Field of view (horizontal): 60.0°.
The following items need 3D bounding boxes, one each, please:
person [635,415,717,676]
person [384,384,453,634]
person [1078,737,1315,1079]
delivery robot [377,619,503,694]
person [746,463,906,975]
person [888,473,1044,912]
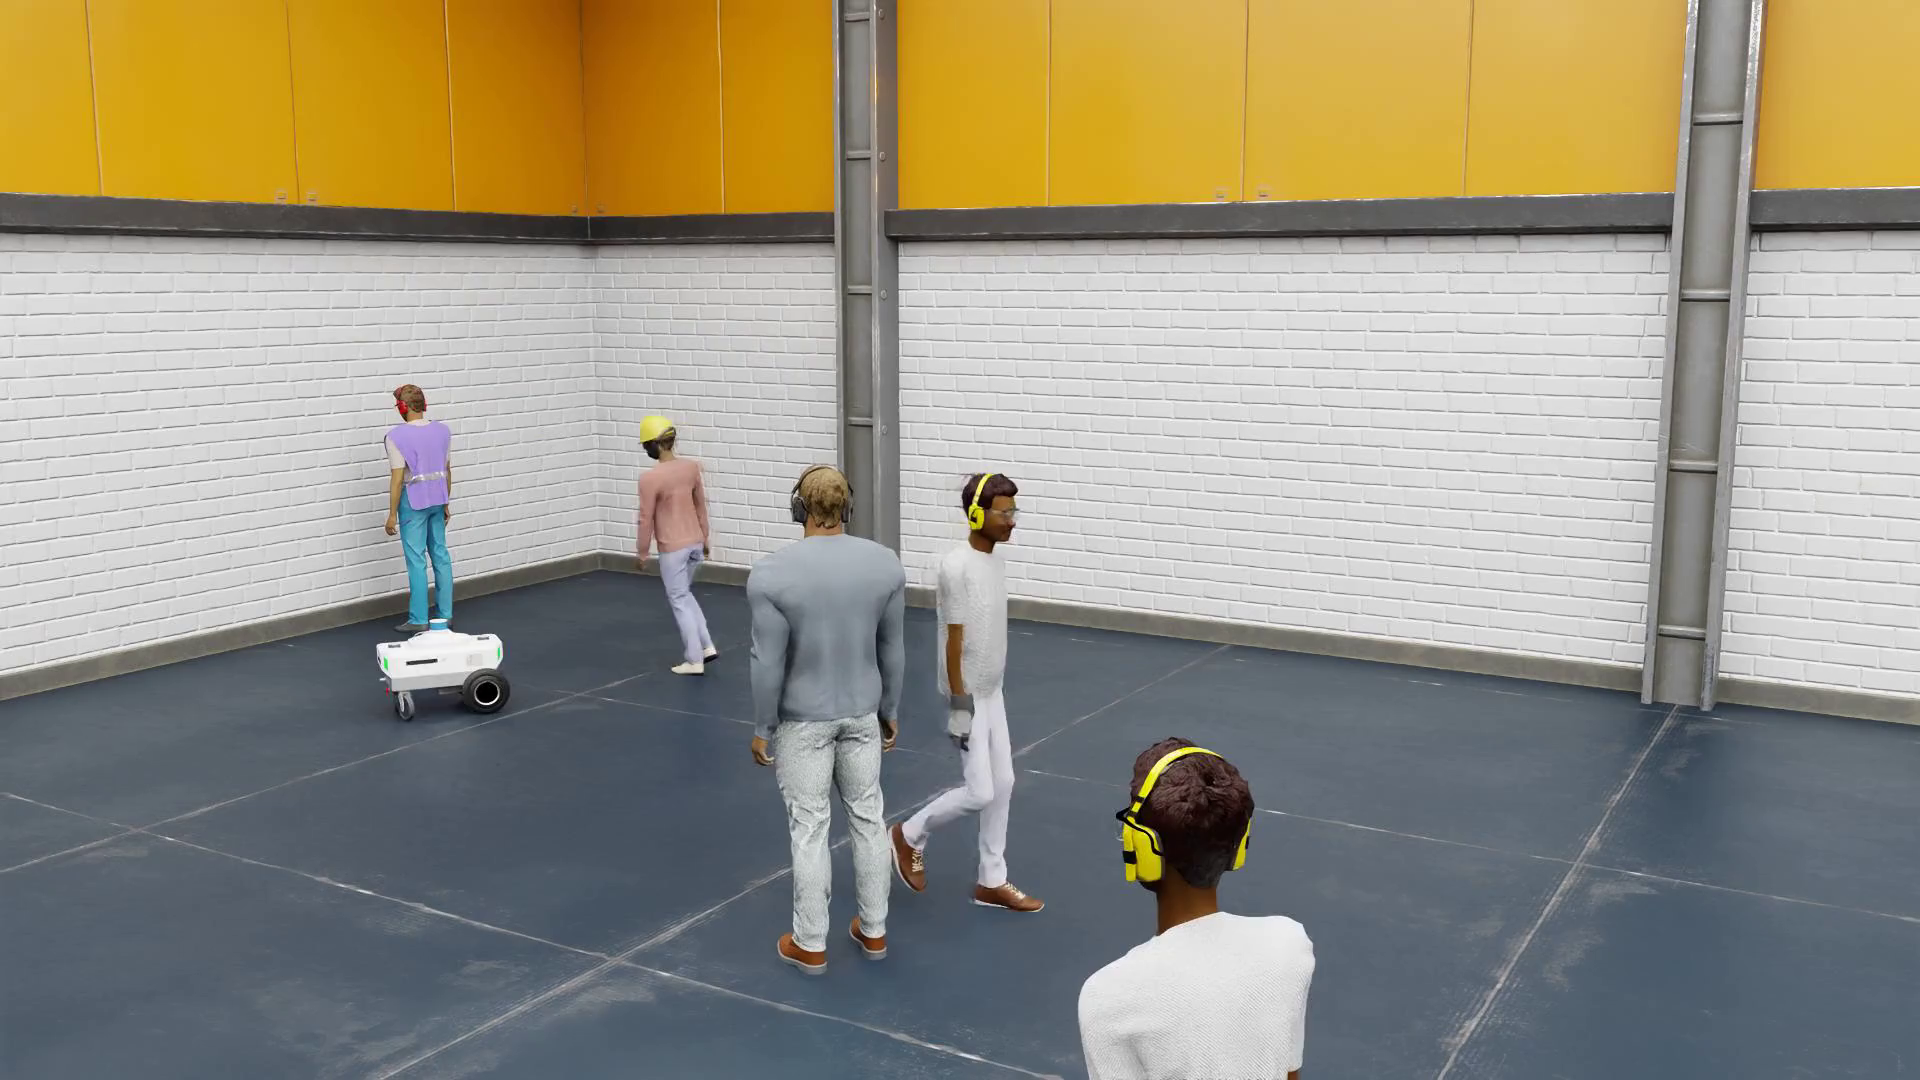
[{"bbox_3d":[-1.882,0.050,10.887,0.445,1.732,0.558,5,11,30],"label":"person"},{"bbox_3d":[-3.969,-0.224,12.252,0.390,1.838,0.562,5,11,30],"label":"person"},{"bbox_3d":[0.386,1.262,2.878,0.534,1.868,0.309,-7,11,-35],"label":"person"},{"bbox_3d":[-3.146,0.720,10.058,0.707,0.478,0.477,-4,10,-24],"label":"delivery robot"},{"bbox_3d":[-0.505,0.676,6.321,0.630,1.938,0.369,-5,10,-26],"label":"person"},{"bbox_3d":[0.031,0.632,6.871,0.583,1.848,0.525,5,10,27],"label":"person"}]
